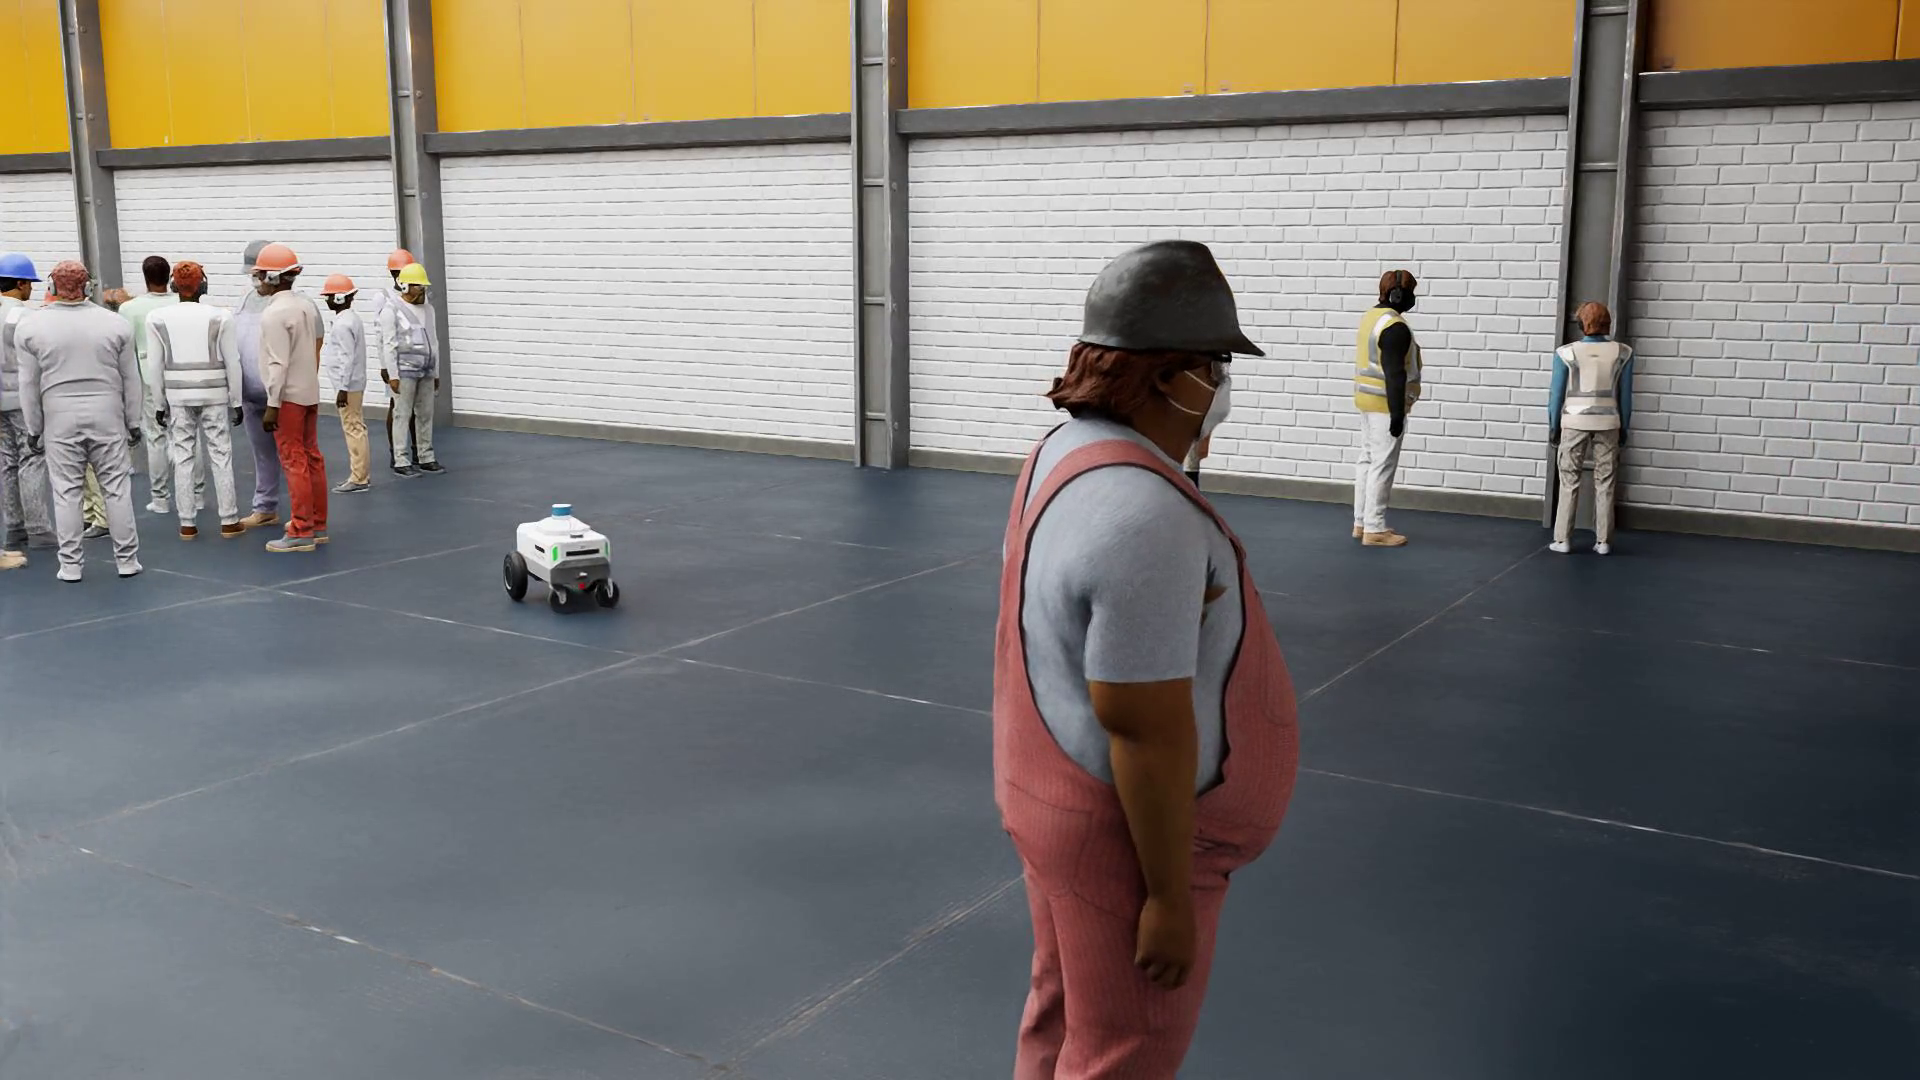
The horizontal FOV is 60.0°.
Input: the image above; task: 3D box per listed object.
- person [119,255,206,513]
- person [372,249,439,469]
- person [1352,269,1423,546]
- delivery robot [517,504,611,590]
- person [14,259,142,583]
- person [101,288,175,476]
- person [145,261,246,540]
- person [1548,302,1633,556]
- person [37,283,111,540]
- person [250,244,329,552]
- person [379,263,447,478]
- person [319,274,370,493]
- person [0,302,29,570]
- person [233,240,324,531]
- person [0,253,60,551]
[{"bbox_3d":[-5.911,-1.154,12.400,0.590,1.910,0.388,-8,13,-37],"label":"person"},{"bbox_3d":[-4.900,-1.592,14.738,0.357,1.937,0.550,7,12,34],"label":"person"},{"bbox_3d":[2.851,-0.878,11.093,0.430,1.835,0.629,0,10,-2],"label":"person"},{"bbox_3d":[-2.206,0.044,9.243,0.477,0.478,0.707,-6,12,-30],"label":"delivery robot"},{"bbox_3d":[-5.205,-0.699,9.879,0.641,1.908,0.407,-6,12,-30],"label":"person"},{"bbox_3d":[-7.045,-1.336,14.200,0.619,1.616,0.522,-1,10,-3],"label":"person"},{"bbox_3d":[-5.152,-0.936,11.256,0.580,1.883,0.352,-3,11,-15],"label":"person"},{"bbox_3d":[4.038,-0.707,10.684,0.515,1.634,0.314,2,10,8],"label":"person"},{"bbox_3d":[-6.005,-0.879,11.299,0.342,1.748,0.572,-9,13,-40],"label":"person"},{"bbox_3d":[-4.377,-0.920,10.853,0.378,1.996,0.611,0,10,1],"label":"person"},{"bbox_3d":[-4.681,-1.450,14.276,0.403,1.825,0.596,5,12,27],"label":"person"},{"bbox_3d":[-4.956,-1.262,13.421,0.329,1.751,0.571,-2,10,-13],"label":"person"},{"bbox_3d":[-5.986,-0.715,10.181,0.346,1.834,0.518,-7,12,-33],"label":"person"},{"bbox_3d":[-4.796,-1.074,11.579,0.678,2.000,0.537,4,11,19],"label":"person"},{"bbox_3d":[-6.146,-0.899,10.903,0.604,1.939,0.415,6,12,30],"label":"person"}]
